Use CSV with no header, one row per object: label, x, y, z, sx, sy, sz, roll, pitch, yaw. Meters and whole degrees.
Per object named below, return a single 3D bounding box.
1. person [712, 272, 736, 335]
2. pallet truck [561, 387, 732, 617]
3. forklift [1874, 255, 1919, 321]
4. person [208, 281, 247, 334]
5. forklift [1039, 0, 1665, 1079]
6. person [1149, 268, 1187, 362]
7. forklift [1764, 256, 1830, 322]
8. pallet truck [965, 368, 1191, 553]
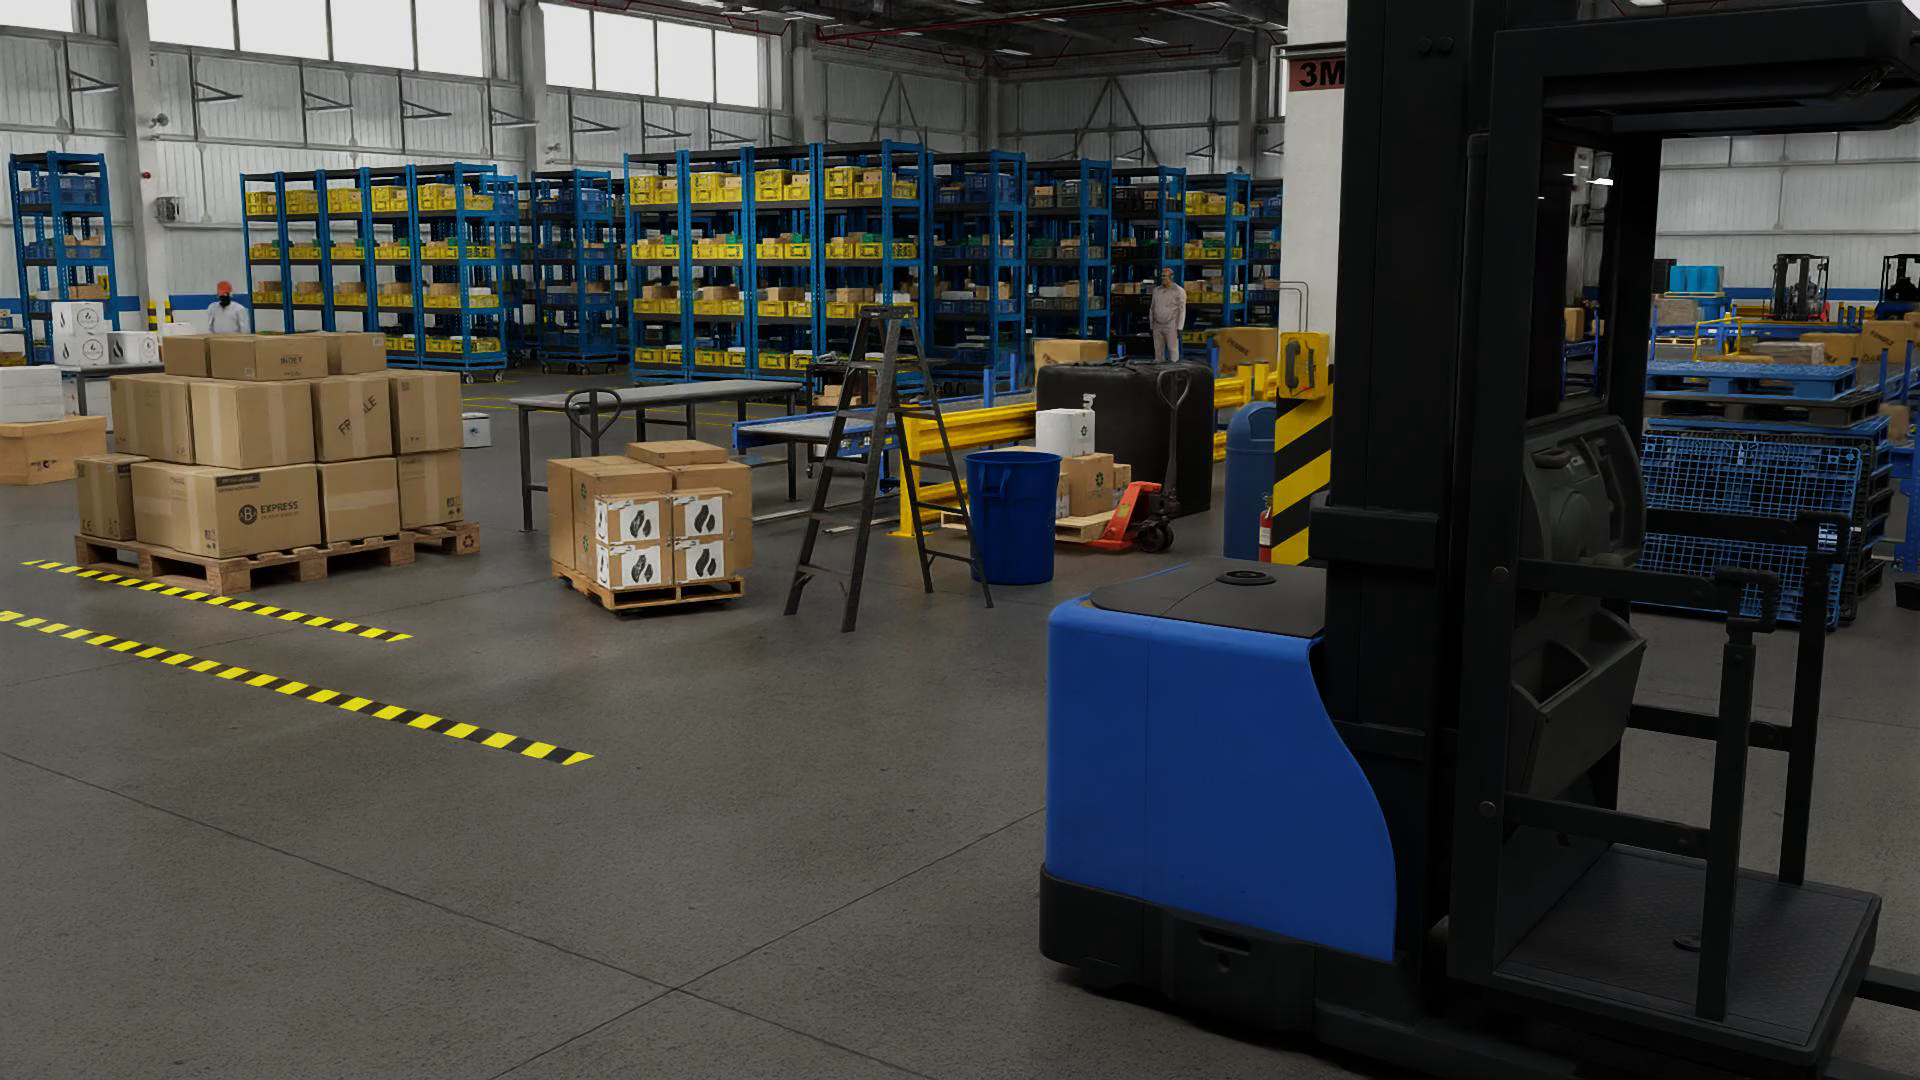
person,-4.301,-4.005,30.455,0.566,1.849,0.387,7,12,35
pallet truck,-1.981,-0.274,10.088,0.680,1.201,1.601,-5,11,-28
forklift,22.089,-5.634,38.796,1.157,1.987,2.680,6,11,33
person,-10.623,-2.883,24.105,0.586,1.733,0.399,0,10,1
forklift,1.249,-0.137,4.360,1.873,2.768,1.129,7,12,35
person,3.370,-3.494,27.247,0.644,1.908,0.408,7,12,35
forklift,20.253,-5.854,40.139,1.157,1.987,2.680,7,12,35
pallet truck,0.845,-0.609,11.869,1.630,1.274,0.653,7,12,35
